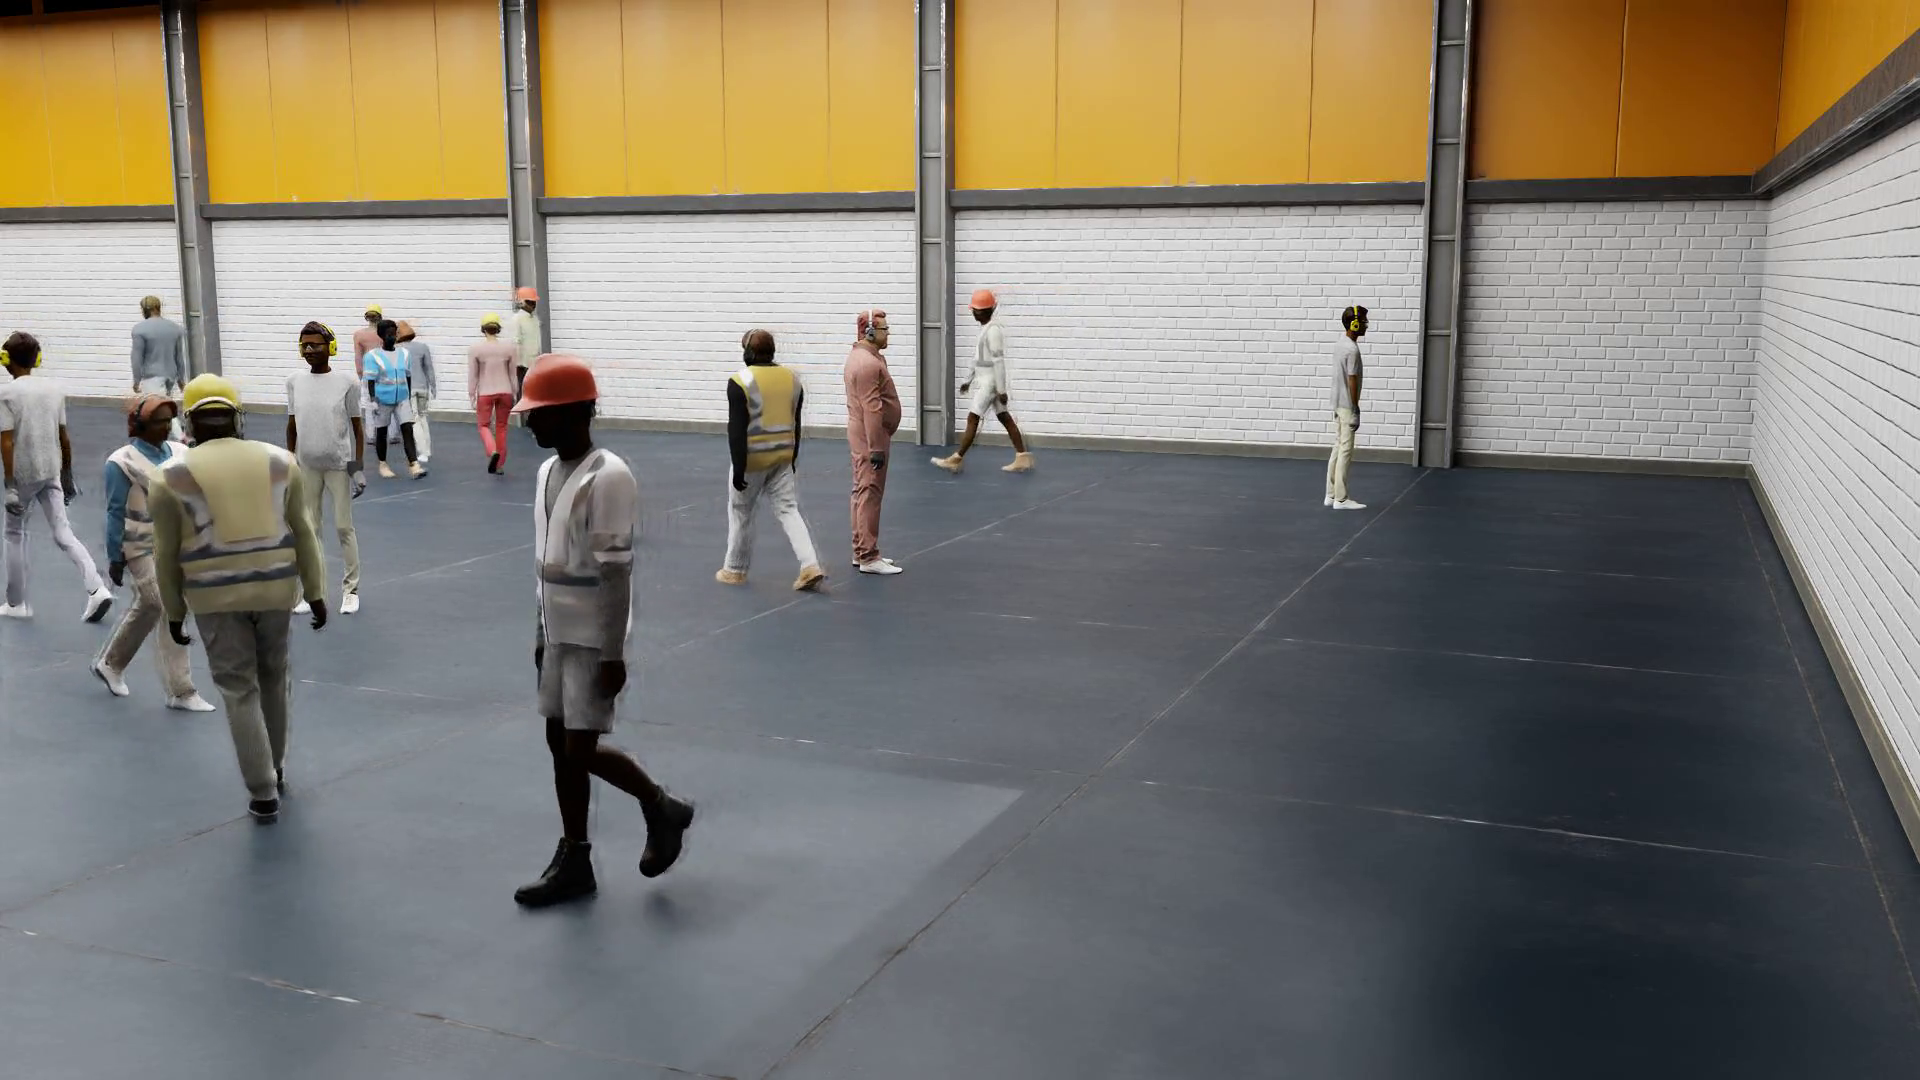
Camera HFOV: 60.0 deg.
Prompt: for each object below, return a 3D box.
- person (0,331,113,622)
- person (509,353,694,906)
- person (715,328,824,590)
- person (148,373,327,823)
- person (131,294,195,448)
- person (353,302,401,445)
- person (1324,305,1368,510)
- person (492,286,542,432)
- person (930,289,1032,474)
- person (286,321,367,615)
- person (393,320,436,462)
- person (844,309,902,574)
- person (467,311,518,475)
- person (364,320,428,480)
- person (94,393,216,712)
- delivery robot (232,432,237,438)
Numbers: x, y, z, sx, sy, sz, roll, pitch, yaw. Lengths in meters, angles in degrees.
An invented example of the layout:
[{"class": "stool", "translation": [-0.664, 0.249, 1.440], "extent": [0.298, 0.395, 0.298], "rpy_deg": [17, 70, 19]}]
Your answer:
[{"class": "person", "translation": [-5.711, -0.385, 10.346], "extent": [0.942, 1.832, 0.515], "rpy_deg": [4, 10, 25]}, {"class": "person", "translation": [-1.291, 0.313, 5.789], "extent": [0.547, 1.925, 0.571], "rpy_deg": [-8, 12, -40]}, {"class": "person", "translation": [-1.308, -0.547, 11.406], "extent": [0.641, 1.807, 0.934], "rpy_deg": [-9, 13, -43]}, {"class": "person", "translation": [-2.968, 0.223, 6.786], "extent": [0.625, 1.780, 0.795], "rpy_deg": [-8, 12, -41]}, {"class": "person", "translation": [-9.155, -1.870, 19.131], "extent": [0.898, 1.910, 0.628], "rpy_deg": [4, 10, 23]}, {"class": "person", "translation": [-7.239, -2.062, 20.674], "extent": [0.523, 1.767, 0.313], "rpy_deg": [-2, 10, -12]}, {"class": "person", "translation": [3.544, -1.201, 15.176], "extent": [0.332, 1.866, 0.514], "rpy_deg": [-1, 9, -4]}, {"class": "person", "translation": [-5.638, -2.290, 21.449], "extent": [0.763, 1.971, 0.621], "rpy_deg": [3, 10, 18]}, {"class": "person", "translation": [0.266, -1.669, 17.674], "extent": [1.103, 1.971, 0.642], "rpy_deg": [0, 9, 0]}, {"class": "person", "translation": [-4.049, -0.453, 10.604], "extent": [0.521, 1.872, 0.328], "rpy_deg": [0, 9, -1]}, {"class": "person", "translation": [-6.241, -1.689, 18.893], "extent": [0.507, 1.594, 0.570], "rpy_deg": [-7, 12, -35]}, {"class": "person", "translation": [-0.625, -0.711, 12.059], "extent": [0.407, 1.908, 0.641], "rpy_deg": [-2, 10, -11]}, {"class": "person", "translation": [-4.897, -1.532, 17.511], "extent": [0.530, 1.750, 0.550], "rpy_deg": [-5, 11, -28]}, {"class": "person", "translation": [-5.840, -1.433, 17.171], "extent": [0.546, 1.650, 0.847], "rpy_deg": [-9, 13, -44]}, {"class": "person", "translation": [-4.130, 0.051, 8.405], "extent": [0.831, 1.600, 0.511], "rpy_deg": [3, 10, 16]}, {"class": "delivery robot", "translation": [-9.072, -1.457, 20.381], "extent": [0.477, 0.478, 0.707], "rpy_deg": [-4, 10, -25]}]
